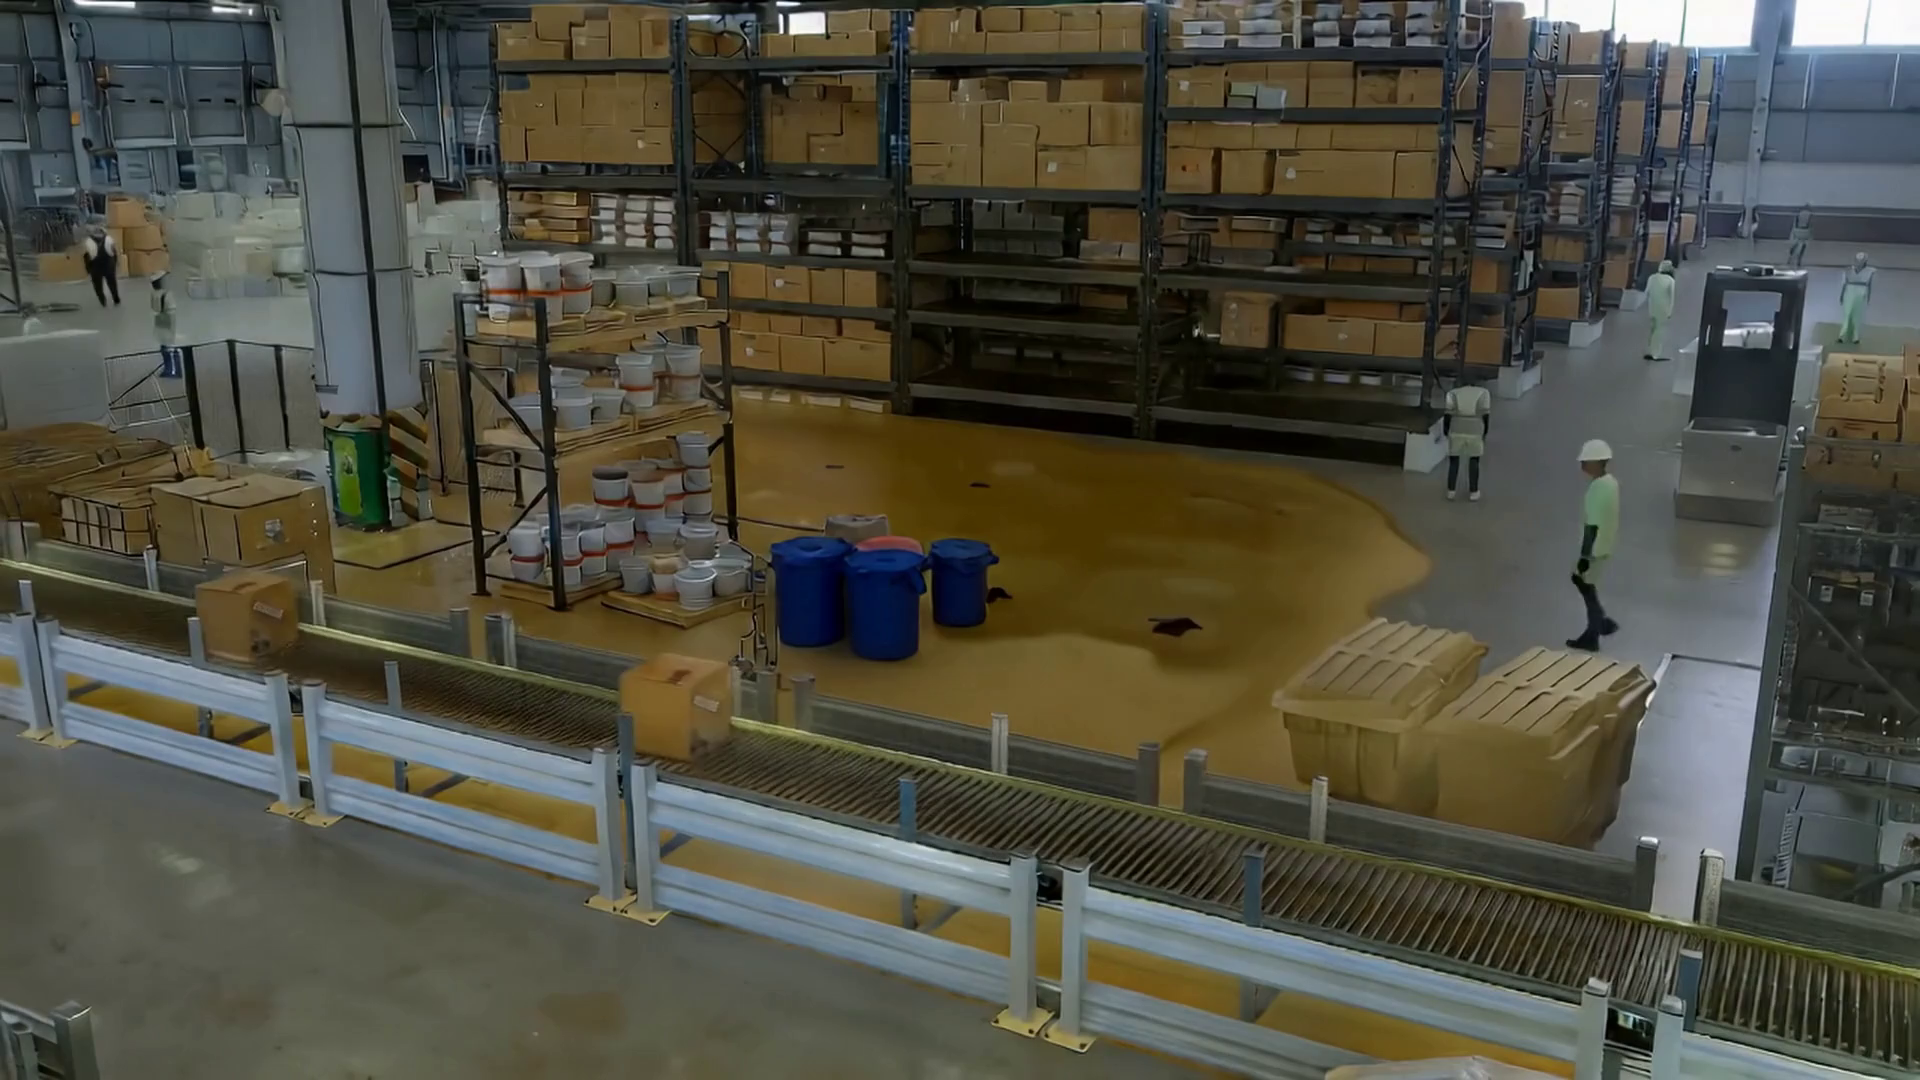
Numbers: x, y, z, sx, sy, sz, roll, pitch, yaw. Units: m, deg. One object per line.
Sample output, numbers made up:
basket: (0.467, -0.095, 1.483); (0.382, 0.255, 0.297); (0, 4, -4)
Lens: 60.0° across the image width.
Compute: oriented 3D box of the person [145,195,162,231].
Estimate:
person: (-25.085, -9.780, 51.744); (0.600, 1.903, 0.614); (8, 17, 28)

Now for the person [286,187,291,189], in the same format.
person: (-22.362, -10.875, 55.829); (0.637, 1.921, 0.804); (4, 15, 14)

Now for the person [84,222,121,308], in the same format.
person: (-20.111, -6.455, 38.973); (0.537, 2.000, 0.696); (14, 20, 43)

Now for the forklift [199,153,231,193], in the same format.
forklift: (-27.440, -12.865, 61.464); (1.873, 2.768, 1.129); (8, 17, 28)

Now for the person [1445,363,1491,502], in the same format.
person: (6.179, -1.306, 20.278); (0.532, 1.696, 0.319); (7, 16, 25)

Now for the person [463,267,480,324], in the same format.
person: (-9.372, -4.402, 31.982); (0.791, 1.648, 0.590); (-3, 15, -12)

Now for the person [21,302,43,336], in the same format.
person: (-15.142, -3.116, 27.287); (0.873, 1.598, 0.527); (-11, 19, -37)

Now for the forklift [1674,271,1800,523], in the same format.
forklift: (9.269, -1.763, 19.726); (1.129, 2.768, 1.873); (8, 17, 27)

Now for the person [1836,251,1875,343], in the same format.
person: (18.056, -4.900, 33.516); (0.563, 1.837, 0.389); (11, 18, 36)

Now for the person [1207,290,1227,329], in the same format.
person: (5.117, -4.649, 32.626); (0.879, 1.804, 0.647); (9, 17, 30)

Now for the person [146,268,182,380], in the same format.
person: (-13.956, -3.780, 29.115); (0.550, 1.937, 0.357); (8, 17, 27)

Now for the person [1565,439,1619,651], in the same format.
person: (5.601, 0.049, 14.754); (0.408, 1.917, 0.558); (9, 17, 31)

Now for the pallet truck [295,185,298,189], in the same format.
pallet truck: (-26.804, -14.617, 69.738); (1.885, 1.965, 0.823); (-14, 20, -42)

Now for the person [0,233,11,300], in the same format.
person: (-23.543, -6.854, 40.668); (0.355, 1.937, 0.634); (-3, 15, -10)

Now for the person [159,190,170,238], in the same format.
person: (-27.964, -11.465, 58.505); (0.656, 1.675, 0.543); (-1, 15, -4)

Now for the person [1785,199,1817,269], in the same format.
person: (24.231, -8.807, 47.882); (0.655, 2.006, 0.647); (-7, 17, -26)

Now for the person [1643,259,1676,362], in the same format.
person: (13.126, -4.294, 31.131); (0.398, 1.899, 0.647); (-6, 16, -22)
